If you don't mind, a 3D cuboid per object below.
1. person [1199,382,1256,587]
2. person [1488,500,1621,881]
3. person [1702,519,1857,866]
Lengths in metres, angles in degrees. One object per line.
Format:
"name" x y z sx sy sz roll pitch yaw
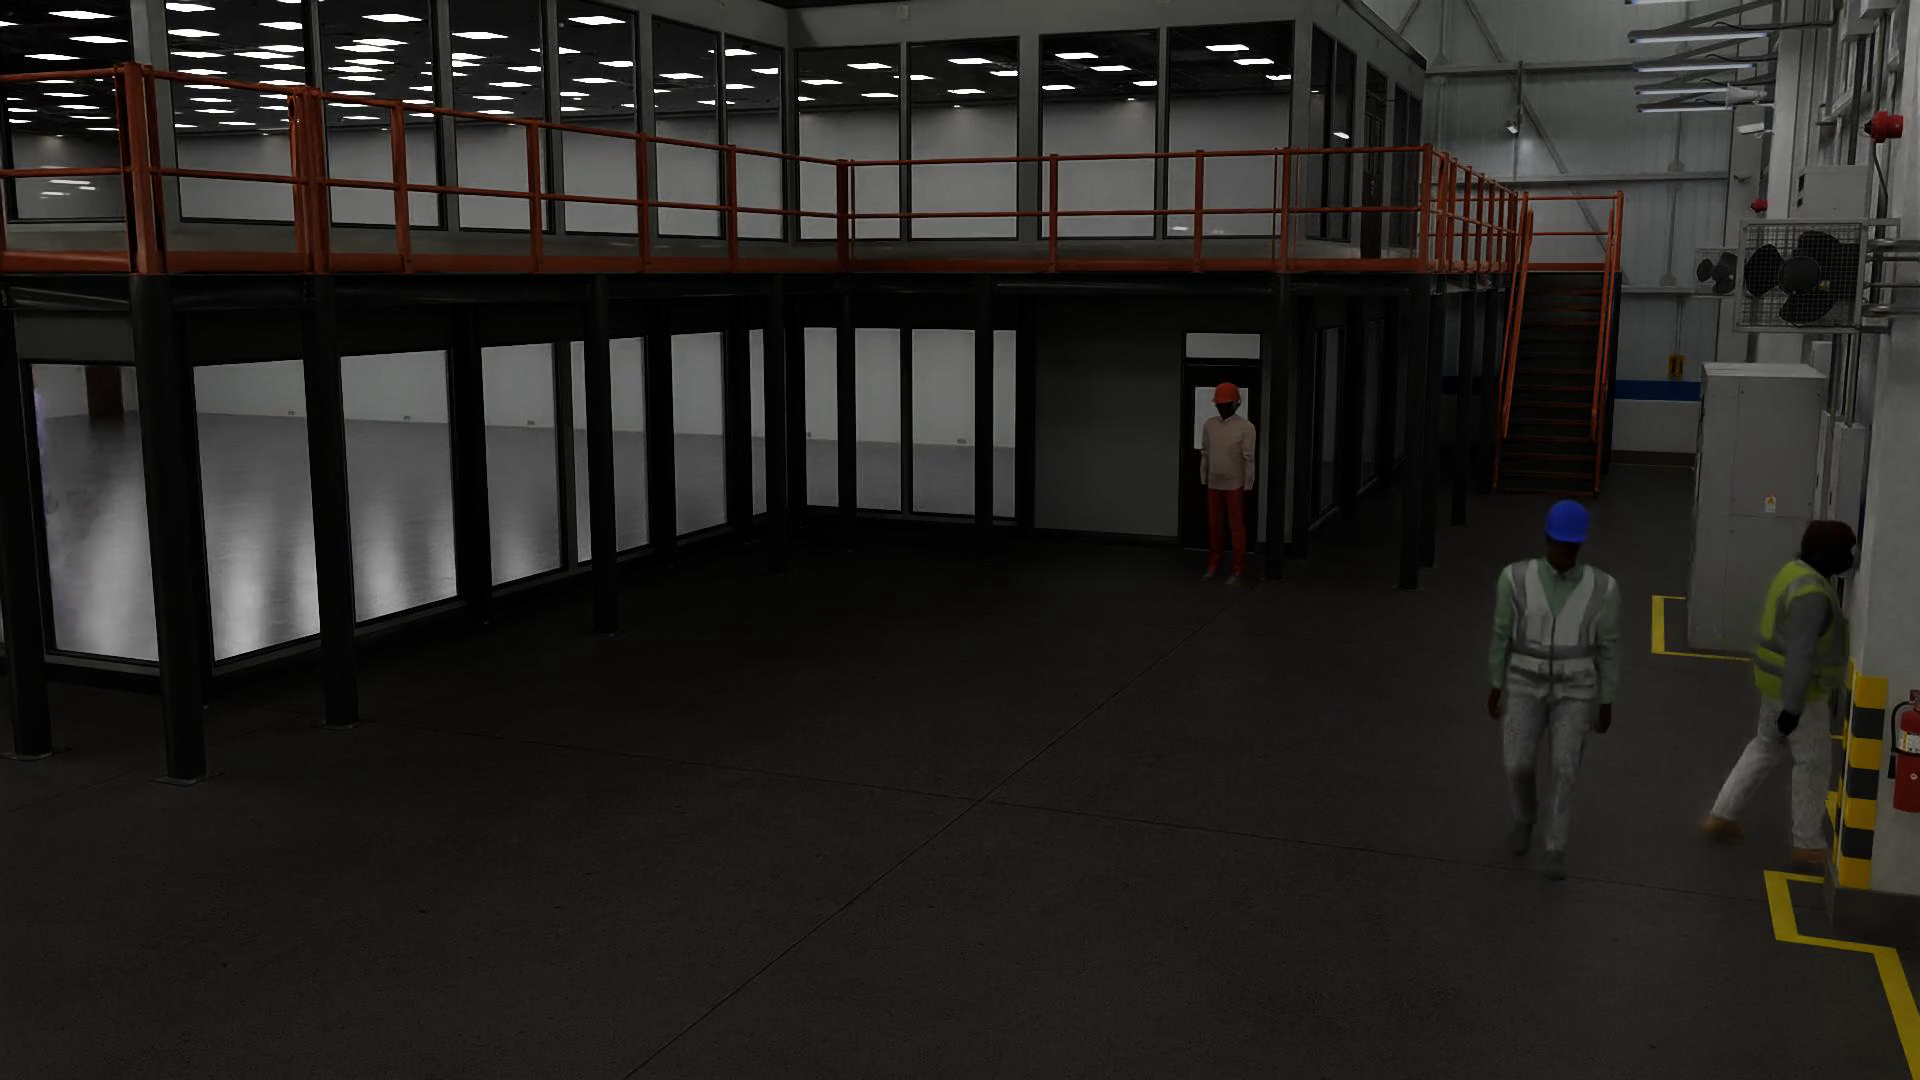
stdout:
"person" 2.584 -0.544 16.183 0.410 1.986 0.614 -9 13 -44
"person" 2.983 0.749 8.369 0.628 1.927 0.433 3 10 20
"person" 4.302 0.774 8.638 0.699 1.819 0.652 3 10 17
